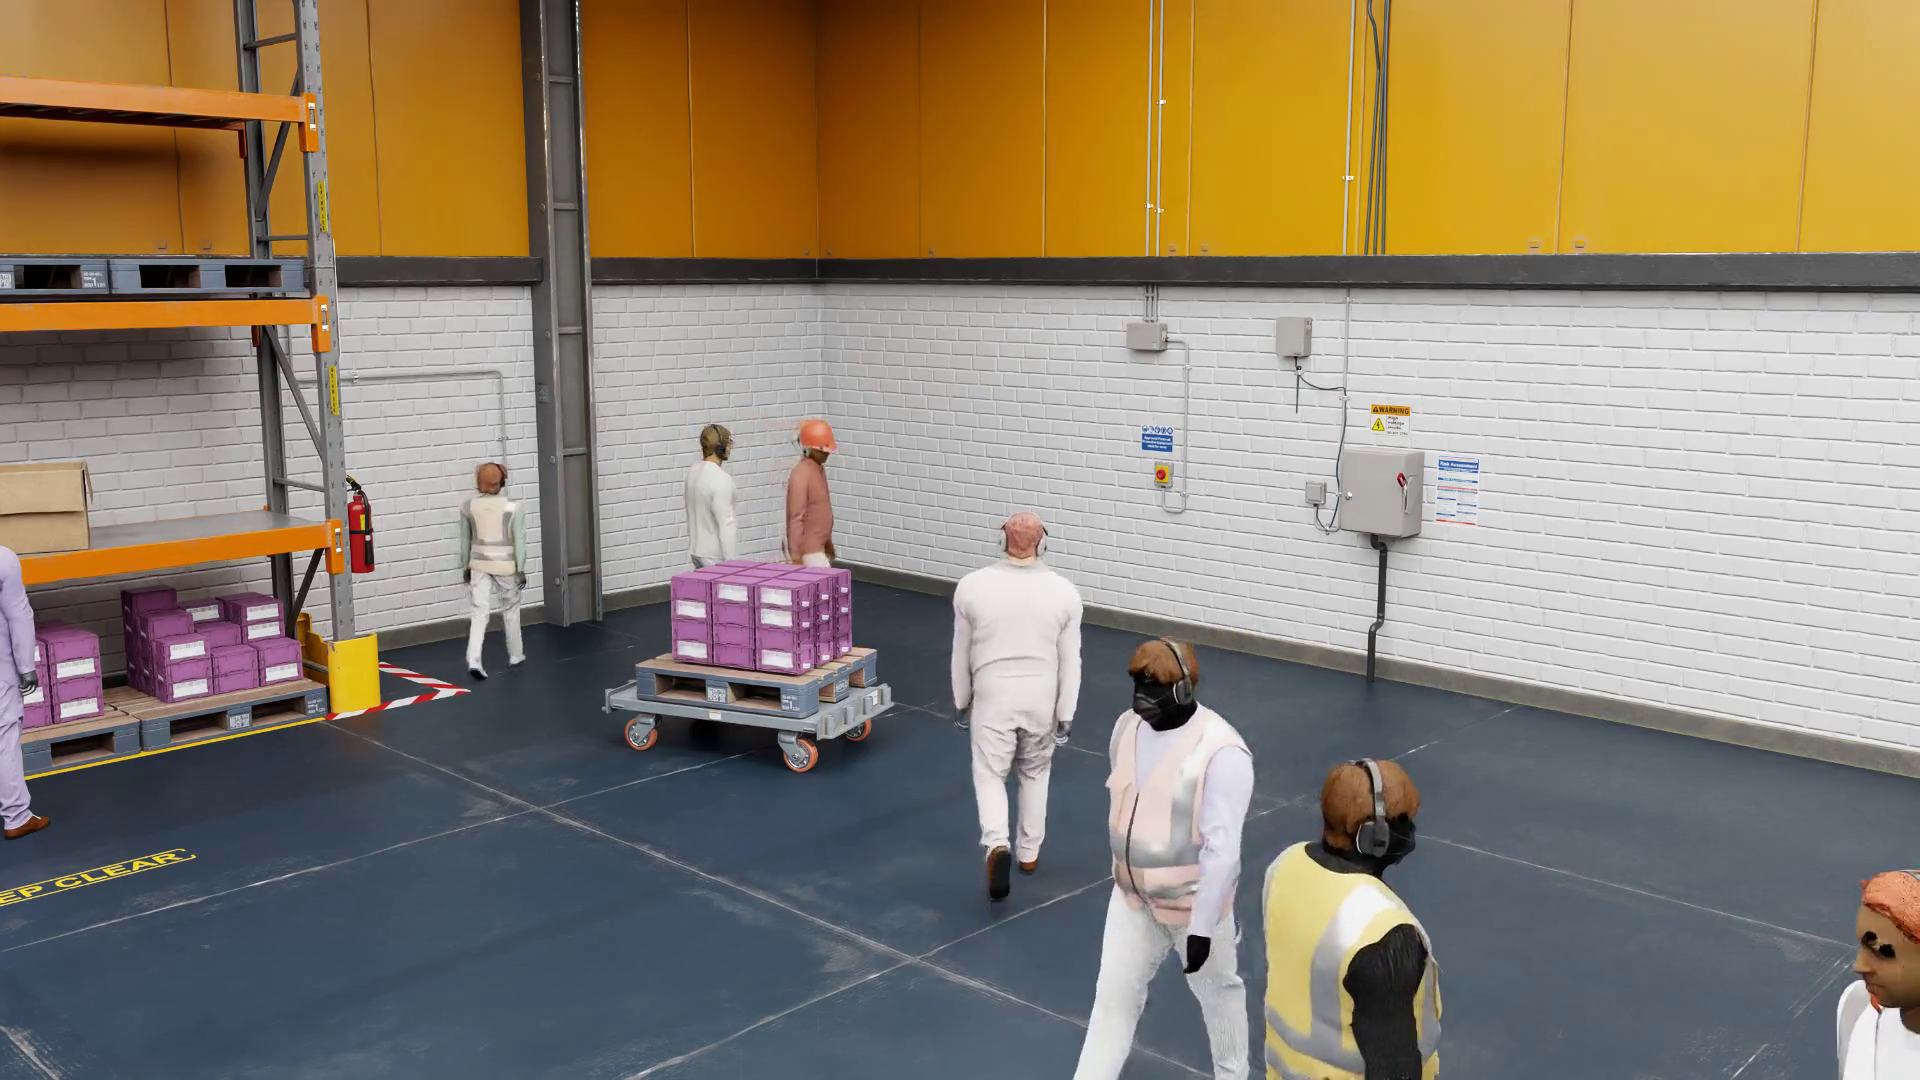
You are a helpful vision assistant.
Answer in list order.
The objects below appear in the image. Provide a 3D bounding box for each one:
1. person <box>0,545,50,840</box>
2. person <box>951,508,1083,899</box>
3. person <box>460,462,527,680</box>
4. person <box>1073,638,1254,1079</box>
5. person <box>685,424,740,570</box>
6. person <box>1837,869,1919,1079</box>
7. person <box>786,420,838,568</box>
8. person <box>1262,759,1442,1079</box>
[{"bbox_3d":[-5.212,0.658,8.804,0.642,1.909,0.408,-1,9,-7],"label":"person"},{"bbox_3d":[0.274,0.788,8.101,0.637,1.875,0.788,0,9,-1],"label":"person"},{"bbox_3d":[-3.496,0.218,12.421,0.523,1.605,0.843,0,9,2],"label":"person"},{"bbox_3d":[0.678,1.224,5.662,0.951,1.790,0.643,-7,12,-38],"label":"person"},{"bbox_3d":[-1.762,0.137,11.934,0.446,1.941,0.645,-6,11,-31],"label":"person"},{"bbox_3d":[1.864,1.566,3.376,0.795,1.851,0.566,-3,10,-16],"label":"person"},{"bbox_3d":[-1.194,0.041,12.516,0.985,1.931,0.641,0,9,2],"label":"person"},{"bbox_3d":[0.930,1.447,4.260,0.797,1.820,0.633,-2,10,-13],"label":"person"}]
